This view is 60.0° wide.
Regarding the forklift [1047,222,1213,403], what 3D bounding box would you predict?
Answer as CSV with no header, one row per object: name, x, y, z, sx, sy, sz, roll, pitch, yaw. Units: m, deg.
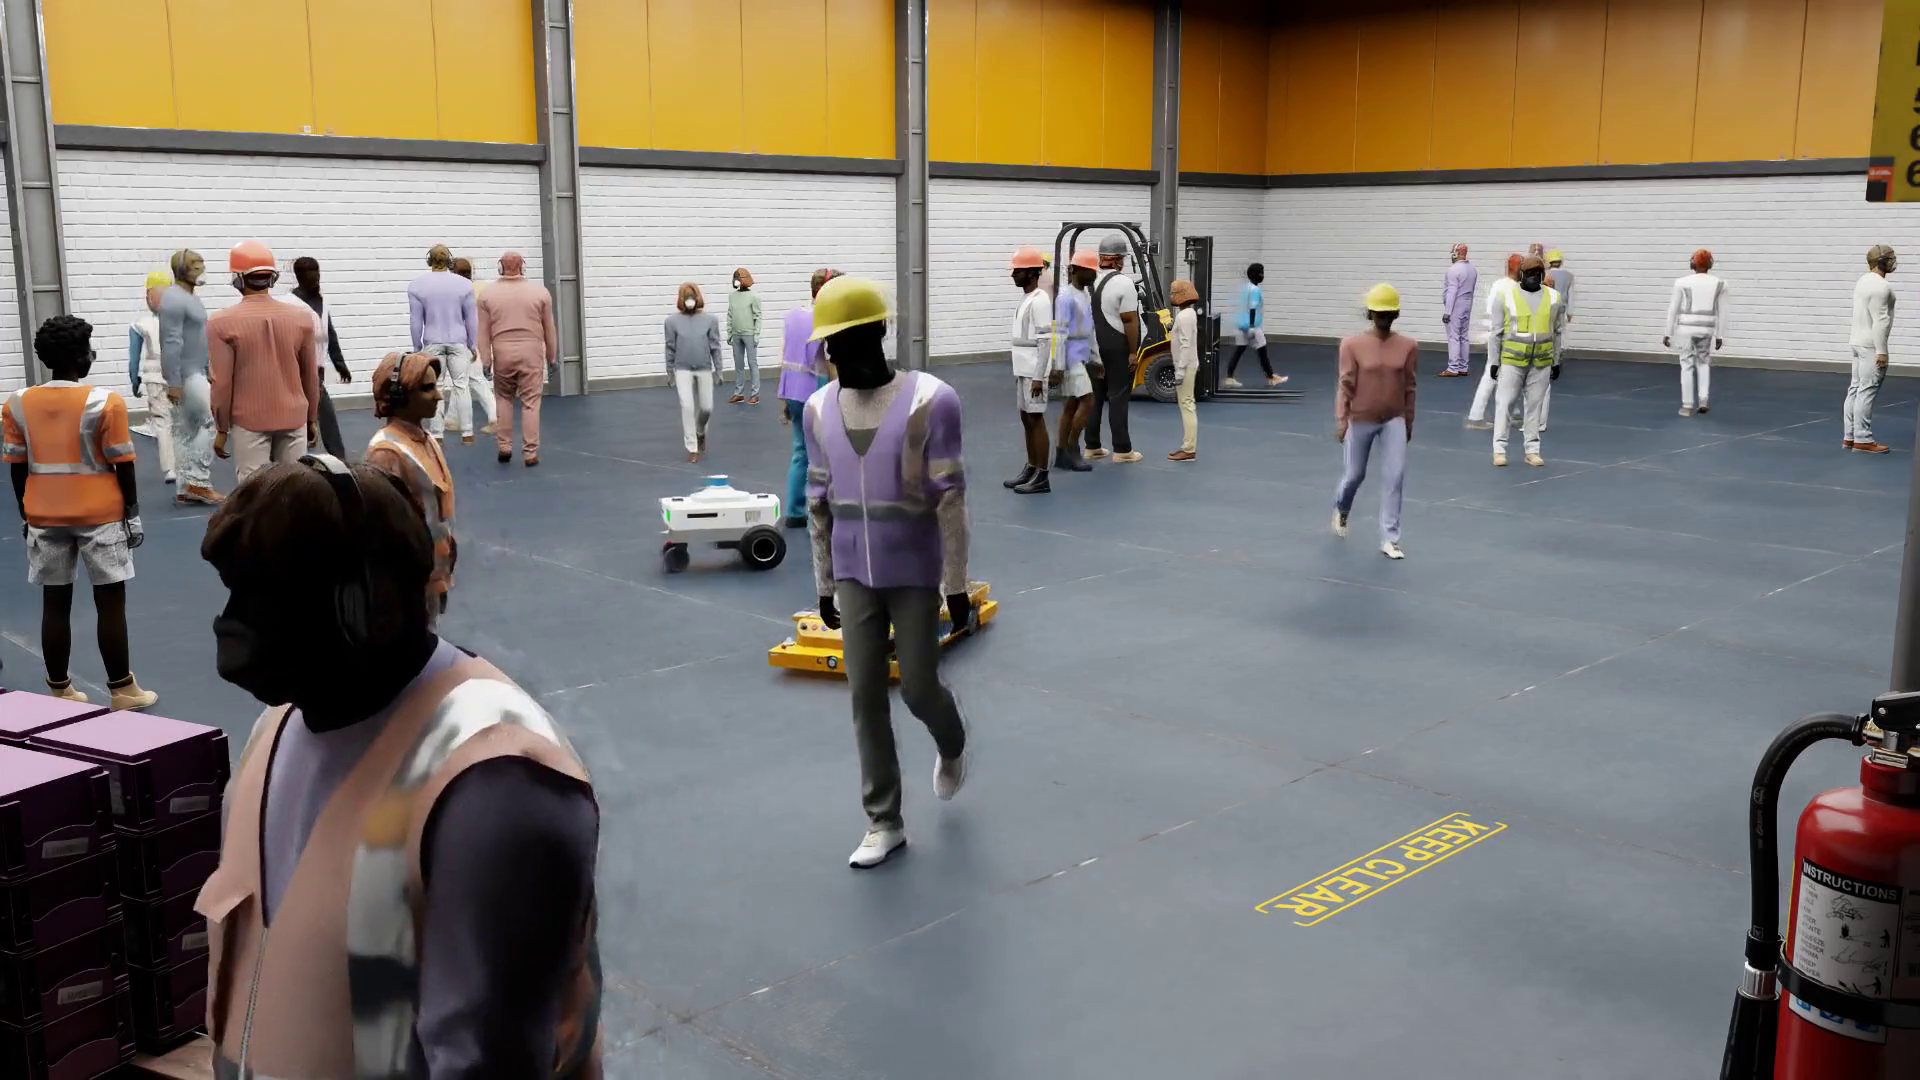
forklift,1.935,-2.847,20.651,2.313,2.155,1.214,2,11,13

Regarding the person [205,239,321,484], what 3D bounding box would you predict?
person,-3.870,-0.664,9.285,0.375,1.997,0.611,10,14,43

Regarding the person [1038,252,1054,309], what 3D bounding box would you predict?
person,1.287,-3.552,25.664,0.533,1.767,0.326,3,11,16

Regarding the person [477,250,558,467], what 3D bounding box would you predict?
person,-3.892,-1.598,14.697,0.666,1.887,0.629,-2,11,-10

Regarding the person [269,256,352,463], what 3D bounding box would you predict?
person,-5.391,-1.395,13.645,0.951,1.861,0.700,1,10,6

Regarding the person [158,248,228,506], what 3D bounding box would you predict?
person,-5.663,-1.197,12.393,0.543,1.921,0.660,-3,11,-14

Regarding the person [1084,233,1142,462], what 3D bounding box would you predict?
person,1.377,-1.726,14.953,0.537,2.000,0.682,-10,14,-42

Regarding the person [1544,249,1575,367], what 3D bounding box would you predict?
person,9.031,-3.508,25.300,0.599,1.812,0.708,1,10,6

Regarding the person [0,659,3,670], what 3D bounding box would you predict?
person,-4.642,-0.308,7.507,0.552,1.935,0.367,-1,10,-5

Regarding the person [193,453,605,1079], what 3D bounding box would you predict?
person,-0.671,0.782,2.020,0.618,1.785,1.009,8,13,37

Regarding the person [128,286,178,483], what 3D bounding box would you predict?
person,-6.573,-1.292,13.772,0.541,1.593,0.896,-6,12,-28

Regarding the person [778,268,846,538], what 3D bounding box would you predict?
person,-0.975,-0.915,11.196,0.514,1.813,0.689,-9,14,-41

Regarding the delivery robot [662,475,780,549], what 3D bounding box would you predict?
delivery robot,-1.466,-0.153,10.175,0.707,0.478,0.477,-2,11,-13

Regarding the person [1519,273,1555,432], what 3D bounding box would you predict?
person,5.984,-1.929,17.155,0.307,1.641,0.513,5,11,25

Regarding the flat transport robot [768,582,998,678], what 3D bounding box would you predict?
flat transport robot,-0.342,0.395,8.221,0.652,0.197,1.431,4,11,19

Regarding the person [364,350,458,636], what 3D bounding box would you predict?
person,-1.870,0.173,5.691,0.314,1.640,0.516,-1,10,-4

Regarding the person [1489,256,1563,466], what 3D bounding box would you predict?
person,4.970,-1.562,14.613,0.634,1.839,0.429,0,10,1

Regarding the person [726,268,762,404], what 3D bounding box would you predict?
person,-2.610,-2.457,20.053,0.502,1.633,0.280,6,12,31

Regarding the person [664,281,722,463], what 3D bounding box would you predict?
person,-2.411,-1.524,15.009,0.511,1.613,0.550,-2,11,-13

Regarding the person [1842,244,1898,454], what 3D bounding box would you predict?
person,8.520,-1.780,15.538,0.367,1.940,0.634,2,11,11

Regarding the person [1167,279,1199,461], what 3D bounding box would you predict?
person,2.008,-1.525,14.973,0.283,1.631,0.503,3,11,13

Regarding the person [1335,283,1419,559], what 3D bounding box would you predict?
person,2.646,-0.786,10.663,0.527,1.729,0.774,-1,10,-4

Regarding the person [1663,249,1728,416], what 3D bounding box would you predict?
person,8.230,-2.318,18.648,0.590,1.870,0.423,1,10,6

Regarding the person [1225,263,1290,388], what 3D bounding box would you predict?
person,3.915,-2.824,21.982,0.859,1.643,0.553,-1,10,-5

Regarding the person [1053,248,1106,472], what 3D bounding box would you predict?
person,1.043,-1.541,14.317,0.550,1.906,0.546,3,11,17

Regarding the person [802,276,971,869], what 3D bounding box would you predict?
person,-0.208,0.081,5.490,0.621,1.897,0.665,4,11,23

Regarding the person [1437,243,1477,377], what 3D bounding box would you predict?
person,7.111,-3.289,23.843,0.654,1.906,0.406,-10,14,-43

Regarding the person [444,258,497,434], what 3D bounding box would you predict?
person,-5.051,-1.986,17.057,0.940,1.802,0.626,2,11,12

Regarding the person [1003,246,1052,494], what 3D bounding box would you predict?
person,0.533,-1.332,13.091,0.363,1.935,0.553,-2,11,-12

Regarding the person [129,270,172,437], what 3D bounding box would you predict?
person,-7.846,-1.844,16.581,0.893,1.669,0.541,-7,12,-33

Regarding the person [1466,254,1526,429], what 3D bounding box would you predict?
person,5.737,-2.077,17.484,0.961,1.816,0.590,-2,11,-13

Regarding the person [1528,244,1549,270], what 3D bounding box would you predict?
person,9.053,-3.752,26.450,0.726,1.885,0.648,7,12,32

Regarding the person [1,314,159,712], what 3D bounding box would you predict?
person,-3.694,-0.092,6.978,0.540,1.698,0.317,0,10,1

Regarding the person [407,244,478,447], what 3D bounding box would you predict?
person,-4.941,-1.857,15.947,0.627,1.940,0.371,-4,11,-19
